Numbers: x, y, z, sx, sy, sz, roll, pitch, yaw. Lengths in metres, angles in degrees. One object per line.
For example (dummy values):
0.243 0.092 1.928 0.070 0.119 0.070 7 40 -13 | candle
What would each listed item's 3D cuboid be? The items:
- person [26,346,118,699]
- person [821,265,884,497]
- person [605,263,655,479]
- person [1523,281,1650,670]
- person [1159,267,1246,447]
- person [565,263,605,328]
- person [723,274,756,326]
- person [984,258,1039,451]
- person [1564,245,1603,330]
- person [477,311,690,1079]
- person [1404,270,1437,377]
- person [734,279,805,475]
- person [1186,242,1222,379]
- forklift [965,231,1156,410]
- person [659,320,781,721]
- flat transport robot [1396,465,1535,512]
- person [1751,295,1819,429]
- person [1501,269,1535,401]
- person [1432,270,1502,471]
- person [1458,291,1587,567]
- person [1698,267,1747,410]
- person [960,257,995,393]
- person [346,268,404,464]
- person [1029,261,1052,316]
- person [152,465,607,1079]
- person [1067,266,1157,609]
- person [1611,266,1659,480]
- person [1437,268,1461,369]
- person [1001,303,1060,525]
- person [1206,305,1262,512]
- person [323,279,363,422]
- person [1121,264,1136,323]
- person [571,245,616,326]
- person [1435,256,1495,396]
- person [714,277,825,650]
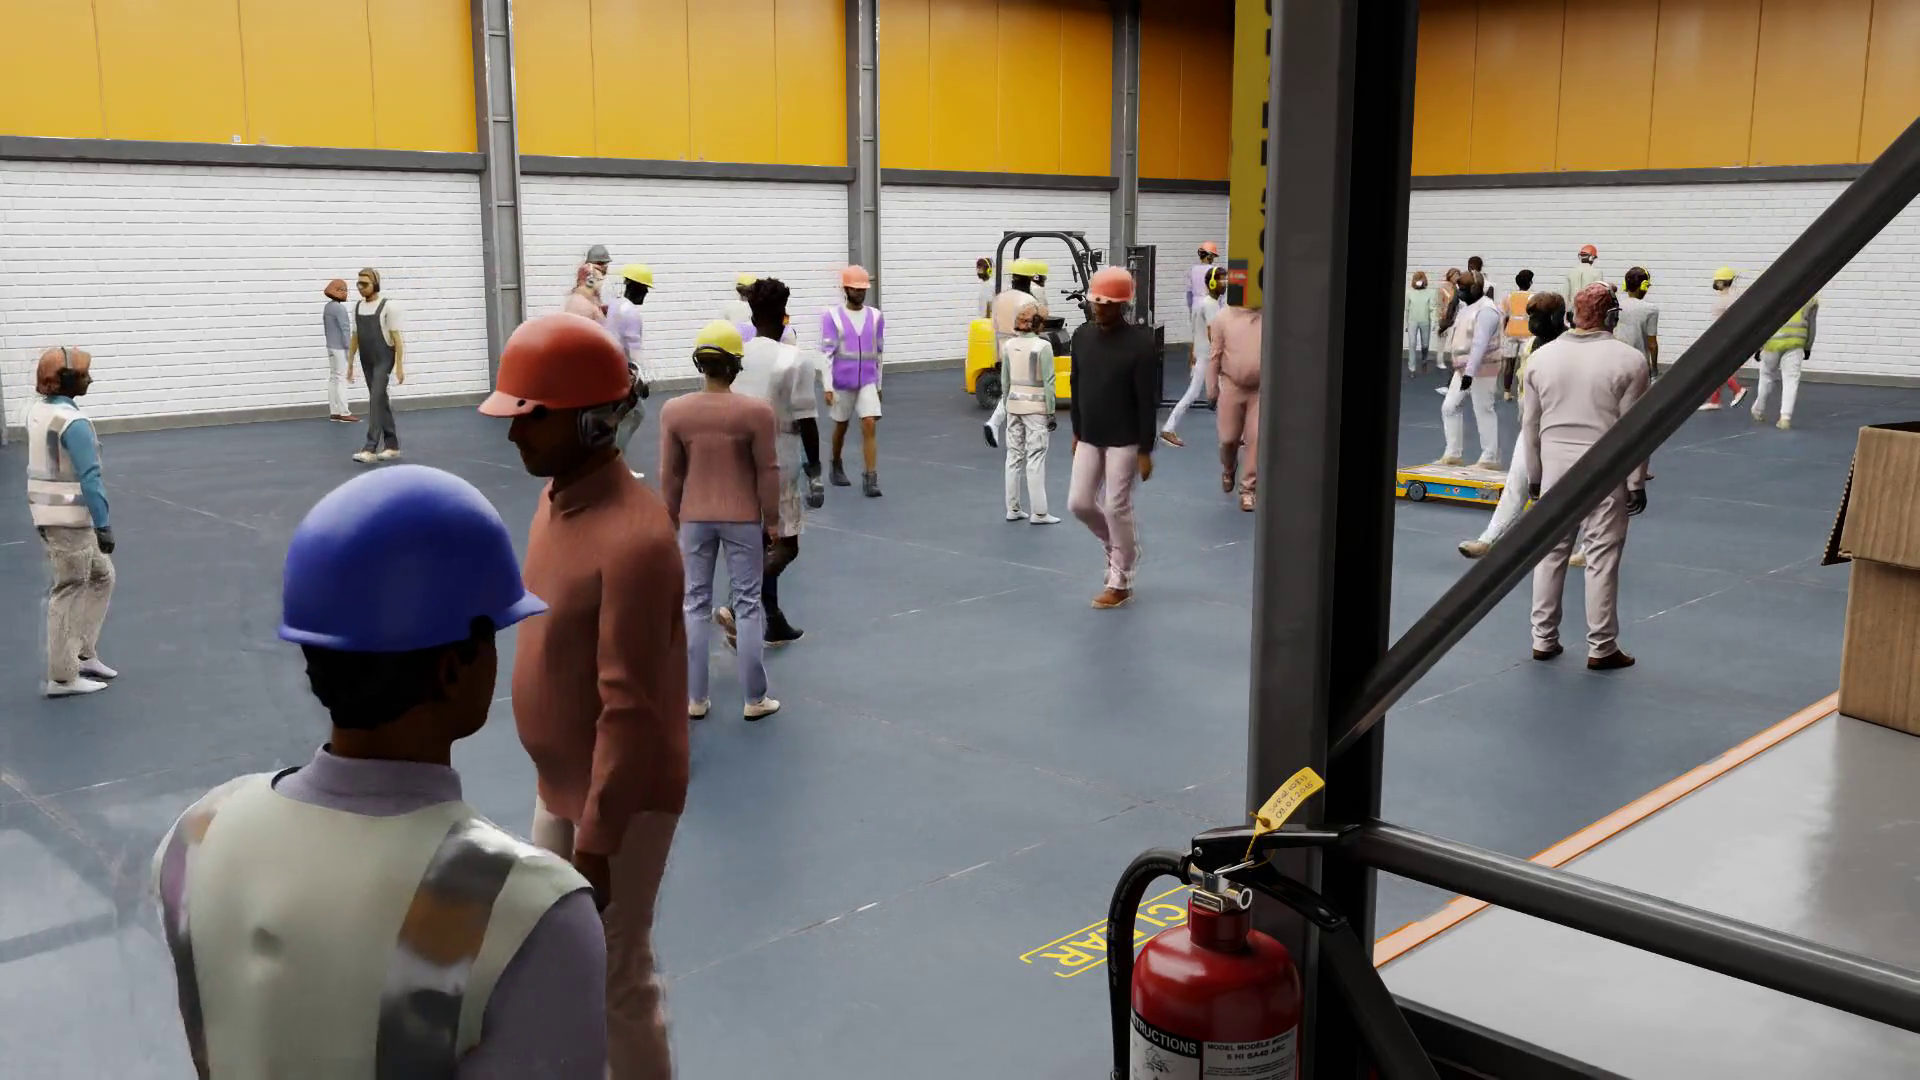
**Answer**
-4.082 -0.084 7.721 0.545 1.618 0.494 10 14 43 | person
-0.897 -1.339 13.864 0.559 1.895 0.977 -4 11 -20 | person
-2.875 -1.452 14.460 0.472 1.890 0.635 -4 11 -23 | person
3.111 -0.318 8.241 0.405 1.911 0.636 -10 14 -43 | person
2.490 -1.832 16.757 0.996 1.825 0.536 4 11 21 | person
-3.450 -1.564 15.129 0.552 1.880 0.650 -3 11 -18 | person
-2.435 -2.052 18.257 0.539 1.715 0.766 7 12 32 | person
0.532 -1.804 16.324 0.537 1.913 0.612 -9 14 -40 | person
9.518 -3.495 25.357 0.395 1.985 0.608 -10 14 -43 | person
-0.768 0.521 3.461 0.429 1.980 0.654 -6 12 -30 | person
6.966 -3.286 25.226 0.497 1.610 0.669 3 11 15 | person
-1.327 -0.859 11.380 0.592 1.833 0.449 6 12 31 | person
3.665 -3.420 24.817 0.395 2.033 0.605 -10 14 -43 | person
1.222 -2.721 20.561 2.313 2.155 1.214 2 11 13 | forklift
-1.046 -0.080 7.338 0.533 1.765 0.329 1 10 7 | person
4.113 -0.433 13.337 0.652 0.197 1.431 -10 14 -44 | flat transport robot
9.228 -2.175 18.666 0.658 1.791 0.953 2 11 13 | person
7.195 -2.610 21.314 0.321 1.696 0.529 -10 14 -43 | person
4.549 -1.498 14.932 0.680 1.817 0.659 -1 10 -7 | person
3.750 -0.684 10.595 1.042 1.776 0.615 -3 11 -18 | person
9.305 -2.444 20.256 0.459 1.753 0.531 2 11 13 | person
0.438 -2.888 22.447 0.754 1.842 0.546 -2 11 -13 | person
-5.551 -1.613 15.536 0.541 1.818 0.815 5 11 25 | person
0.998 -2.774 21.952 0.415 1.798 0.610 -2 11 -9 | person
-0.622 0.862 1.857 0.628 1.900 0.987 5 12 25 | person
0.864 -0.579 9.511 0.636 1.962 0.588 10 14 43 | person
5.854 -1.447 14.521 0.327 1.865 0.517 -10 14 -43 | person
7.799 -3.478 26.287 0.548 1.595 0.811 -3 11 -15 | person
0.512 -0.932 12.321 0.312 1.639 0.512 -10 14 -43 | person
2.260 -1.190 13.068 0.648 1.880 0.687 1 10 6 | person
-7.113 -2.169 19.083 0.279 1.633 0.497 -10 14 -43 | person
2.861 -3.795 27.226 0.405 1.902 0.636 -10 14 -43 | person
-4.119 -2.395 19.203 0.732 2.000 0.699 -8 13 -36 | person
6.769 -2.829 22.093 1.058 1.849 0.617 -4 11 -23 | person
-1.047 -0.349 8.377 0.627 1.934 0.770 6 12 30 | person
